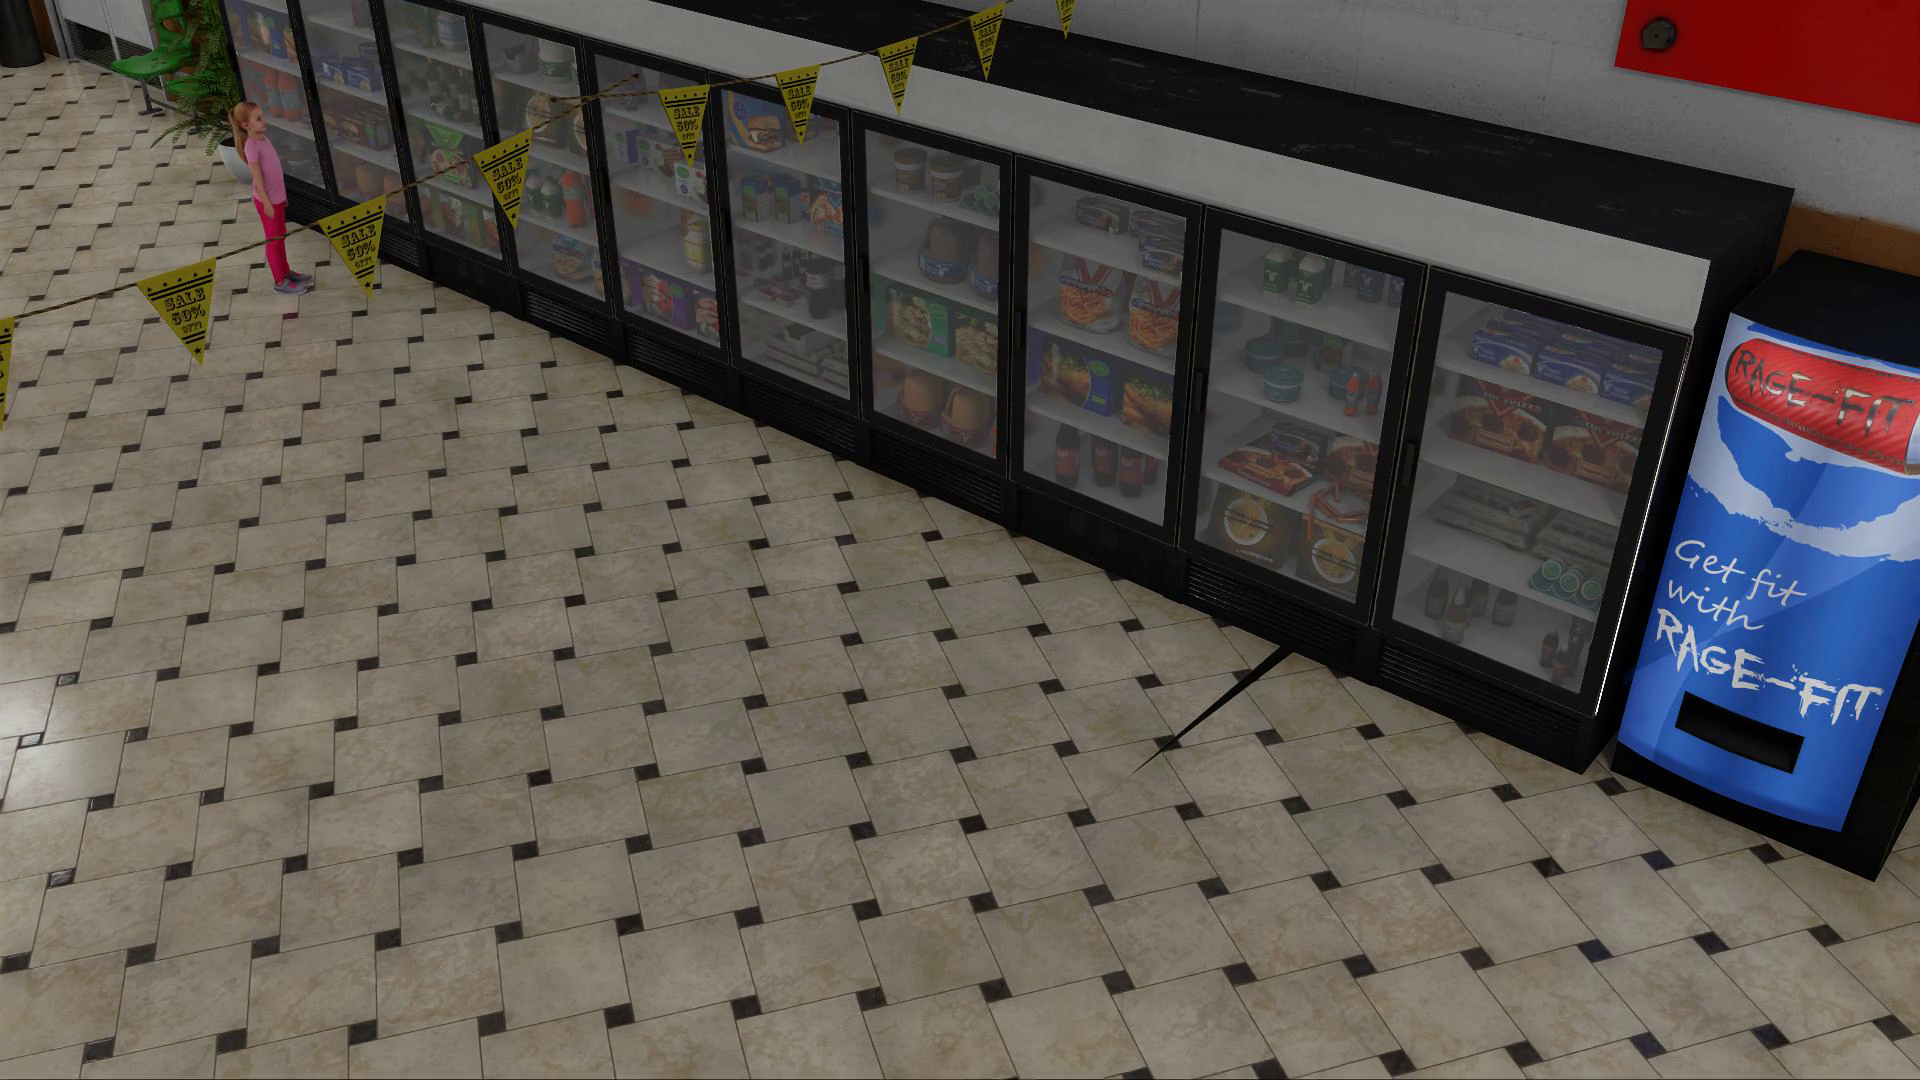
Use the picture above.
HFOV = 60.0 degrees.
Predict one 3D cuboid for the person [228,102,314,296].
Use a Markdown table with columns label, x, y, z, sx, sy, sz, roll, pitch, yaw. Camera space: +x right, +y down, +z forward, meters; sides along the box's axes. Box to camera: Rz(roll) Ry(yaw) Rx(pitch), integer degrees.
| label | x | y | z | sx | sy | sz | roll | pitch | yaw |
| --- | --- | --- | --- | --- | --- | --- | --- | --- | --- |
| person | -4.551 | -2.258 | 10.943 | 0.645 | 1.270 | 0.585 | -3 | 32 | -4 |
